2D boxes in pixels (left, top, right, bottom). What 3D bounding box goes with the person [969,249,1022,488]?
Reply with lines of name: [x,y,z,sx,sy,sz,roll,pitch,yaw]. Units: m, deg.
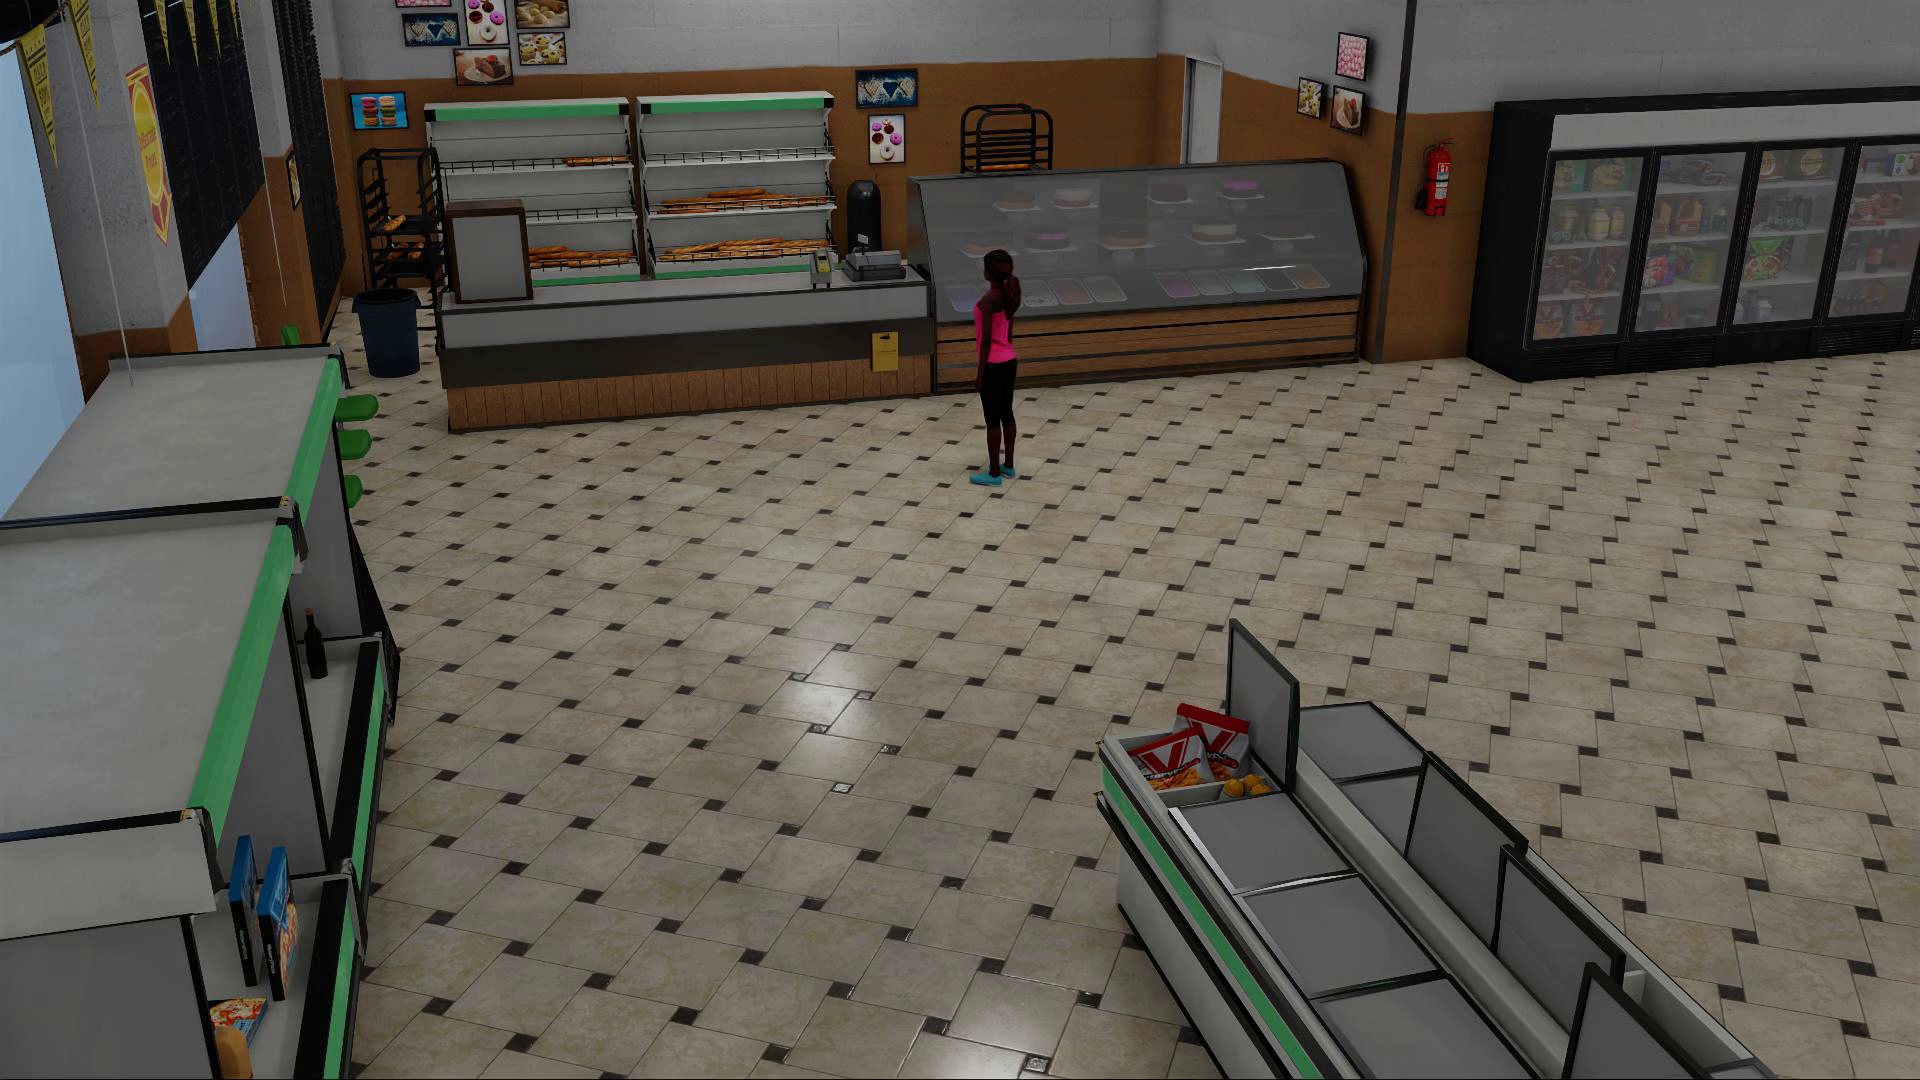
person: [0.271,-1.239,11.938,0.713,1.723,0.659,14,26,32]
